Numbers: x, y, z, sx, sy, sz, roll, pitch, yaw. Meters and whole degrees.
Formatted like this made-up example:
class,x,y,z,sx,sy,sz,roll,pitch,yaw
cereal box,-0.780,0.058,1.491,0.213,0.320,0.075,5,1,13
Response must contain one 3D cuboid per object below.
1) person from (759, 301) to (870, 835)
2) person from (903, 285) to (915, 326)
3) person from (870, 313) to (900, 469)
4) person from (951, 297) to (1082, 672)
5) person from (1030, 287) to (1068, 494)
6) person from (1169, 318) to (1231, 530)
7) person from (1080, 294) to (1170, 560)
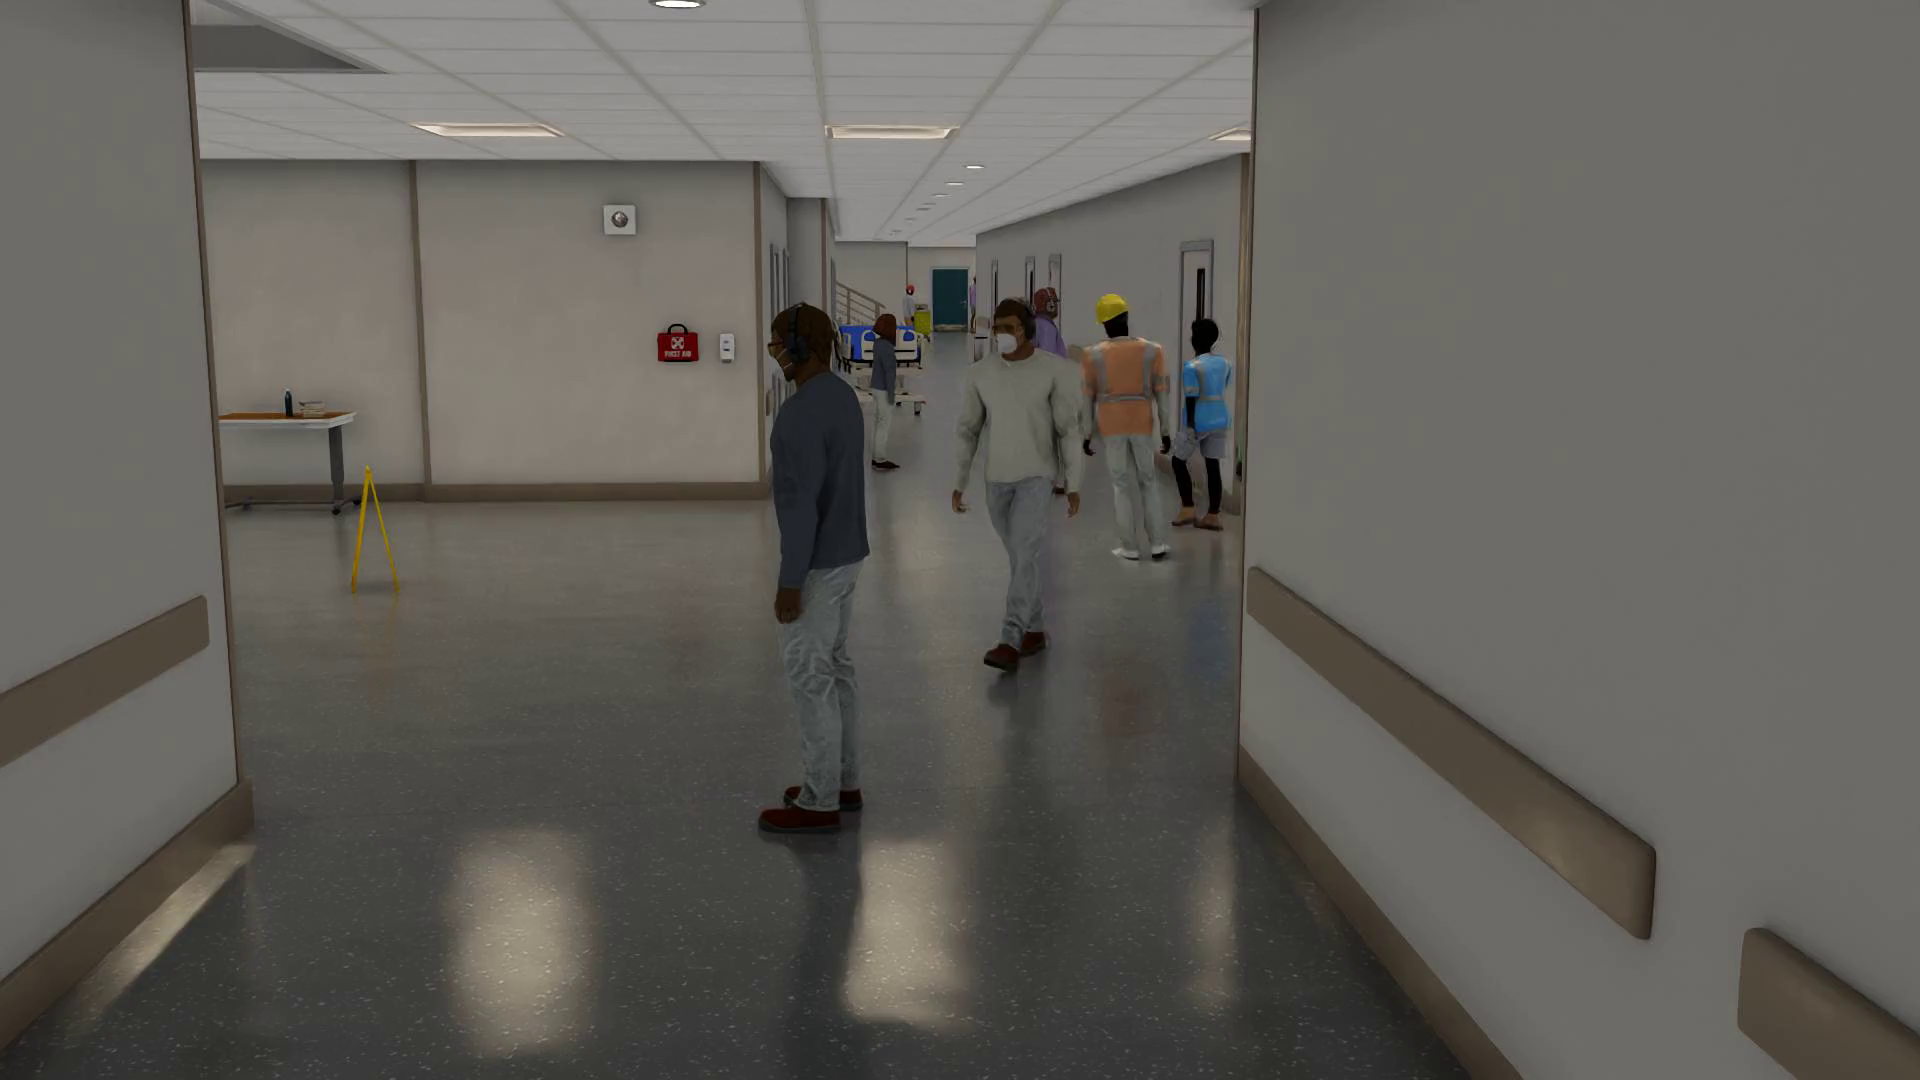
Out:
class,x,y,z,sx,sy,sz,roll,pitch,yaw
person,-0.523,0.100,6.095,0.374,1.928,0.639,2,9,10
person,-1.439,-6.440,47.718,0.340,1.742,0.560,-4,10,-24
person,-0.787,-1.556,17.436,0.282,1.624,0.495,-3,10,-20
person,0.238,-0.283,8.555,0.659,1.895,0.949,5,10,29
person,0.810,-1.387,15.472,0.409,1.913,0.650,-2,9,-14
person,1.910,-0.919,13.248,0.539,1.680,0.497,-6,11,-34
person,1.174,-0.804,11.889,0.637,1.891,0.435,0,9,-2
